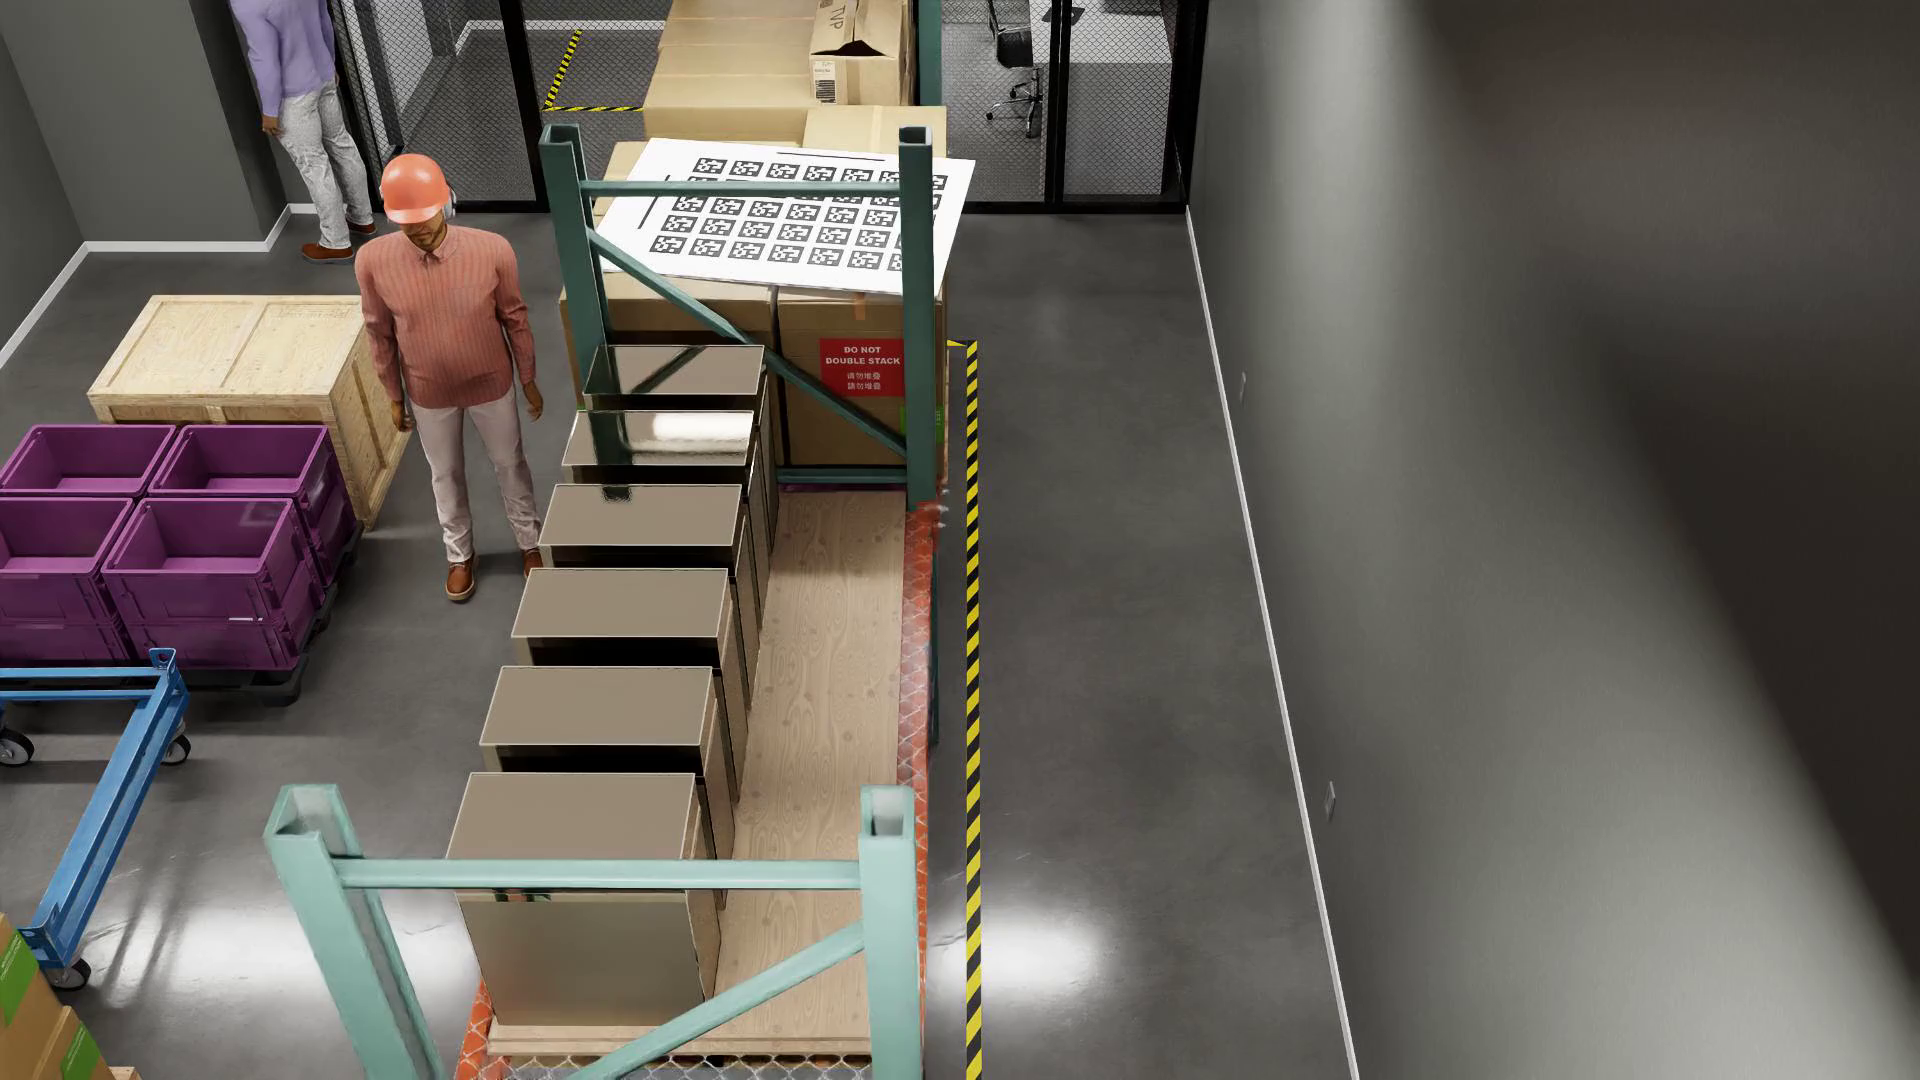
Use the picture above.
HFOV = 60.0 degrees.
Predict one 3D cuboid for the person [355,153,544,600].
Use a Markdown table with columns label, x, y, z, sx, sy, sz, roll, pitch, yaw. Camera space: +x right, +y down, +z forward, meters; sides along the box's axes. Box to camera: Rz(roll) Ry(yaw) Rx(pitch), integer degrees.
| label | x | y | z | sx | sy | sz | roll | pitch | yaw |
| --- | --- | --- | --- | --- | --- | --- | --- | --- | --- |
| person | -1.965 | -0.615 | 6.546 | 0.609 | 1.996 | 0.383 | -8 | 42 | -10 |

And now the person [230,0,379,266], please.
| label | x | y | z | sx | sy | sz | roll | pitch | yaw |
| --- | --- | --- | --- | --- | --- | --- | --- | --- | --- |
| person | -3.403 | -2.342 | 8.564 | 0.361 | 1.937 | 0.635 | 10 | 42 | 12 |
